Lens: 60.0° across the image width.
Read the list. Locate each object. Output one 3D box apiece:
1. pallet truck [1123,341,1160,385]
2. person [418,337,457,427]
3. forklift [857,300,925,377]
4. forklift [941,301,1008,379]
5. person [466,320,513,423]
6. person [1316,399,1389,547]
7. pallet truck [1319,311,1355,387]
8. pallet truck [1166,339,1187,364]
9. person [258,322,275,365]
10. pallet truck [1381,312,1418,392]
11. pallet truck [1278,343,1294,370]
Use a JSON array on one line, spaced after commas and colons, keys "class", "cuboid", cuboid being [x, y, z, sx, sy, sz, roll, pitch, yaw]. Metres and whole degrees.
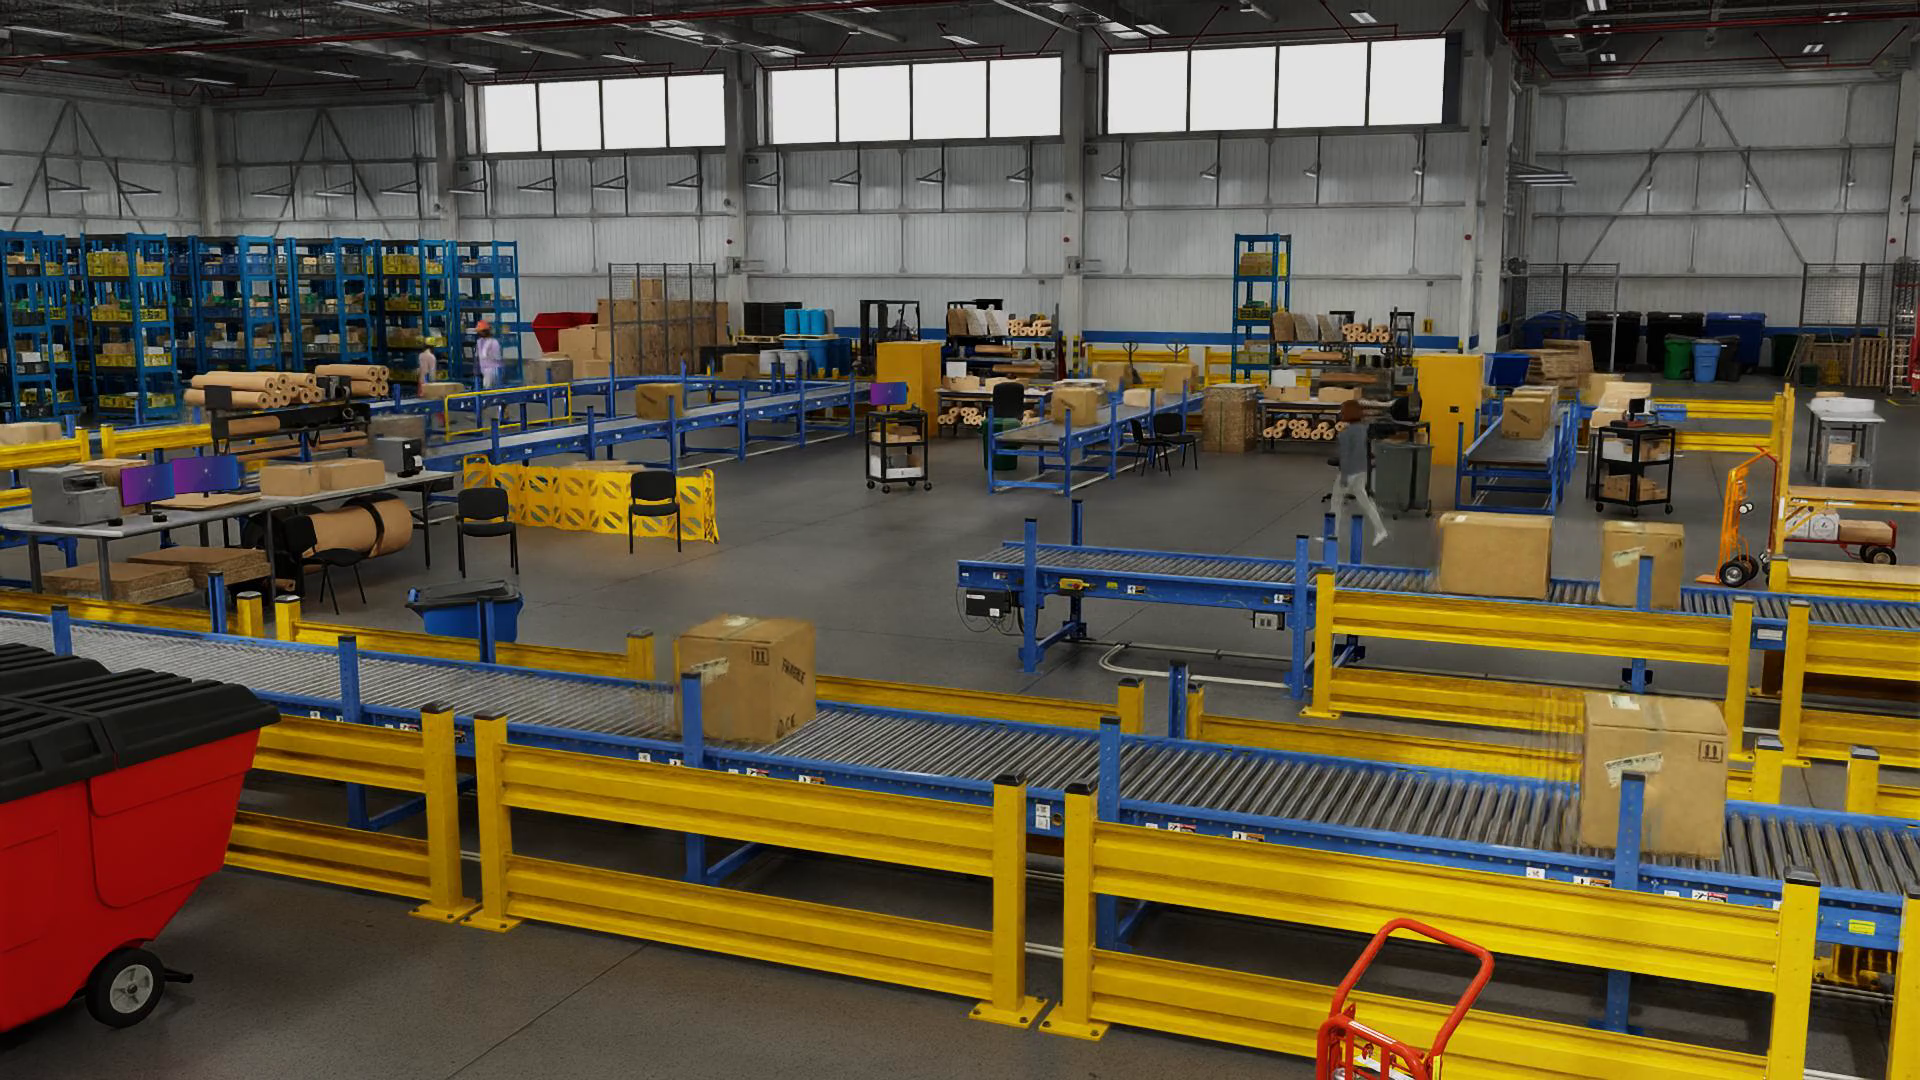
[{"class": "pallet truck", "cuboid": [4.445, -4.380, 41.279, 0.680, 1.201, 1.601, 4, 10, 22]}, {"class": "person", "cuboid": [-9.858, -2.920, 30.964, 0.542, 1.708, 0.924, 6, 11, 34]}, {"class": "forklift", "cuboid": [-1.732, -5.109, 42.468, 1.157, 1.987, 2.680, 4, 10, 22]}, {"class": "forklift", "cuboid": [0.365, -4.966, 41.571, 1.157, 1.987, 2.680, 3, 10, 20]}, {"class": "person", "cuboid": [-9.168, -3.277, 32.374, 0.596, 1.985, 1.086, 9, 13, 42]}, {"class": "person", "cuboid": [4.299, -0.727, 18.027, 0.512, 1.602, 0.815, -9, 13, -43]}, {"class": "pallet truck", "cuboid": [9.071, -4.419, 39.190, 0.823, 1.965, 1.885, 5, 10, 26]}, {"class": "pallet truck", "cuboid": [5.418, -4.269, 40.420, 0.704, 1.261, 1.522, 3, 10, 20]}, {"class": "person", "cuboid": [-17.117, -4.691, 40.931, 0.644, 1.962, 0.675, 6, 11, 34]}, {"class": "pallet truck", "cuboid": [10.207, -4.283, 38.369, 0.823, 1.965, 1.885, 3, 10, 20]}, {"class": "pallet truck", "cuboid": [7.886, -4.163, 39.743, 0.653, 1.274, 1.630, 4, 10, 22]}]
